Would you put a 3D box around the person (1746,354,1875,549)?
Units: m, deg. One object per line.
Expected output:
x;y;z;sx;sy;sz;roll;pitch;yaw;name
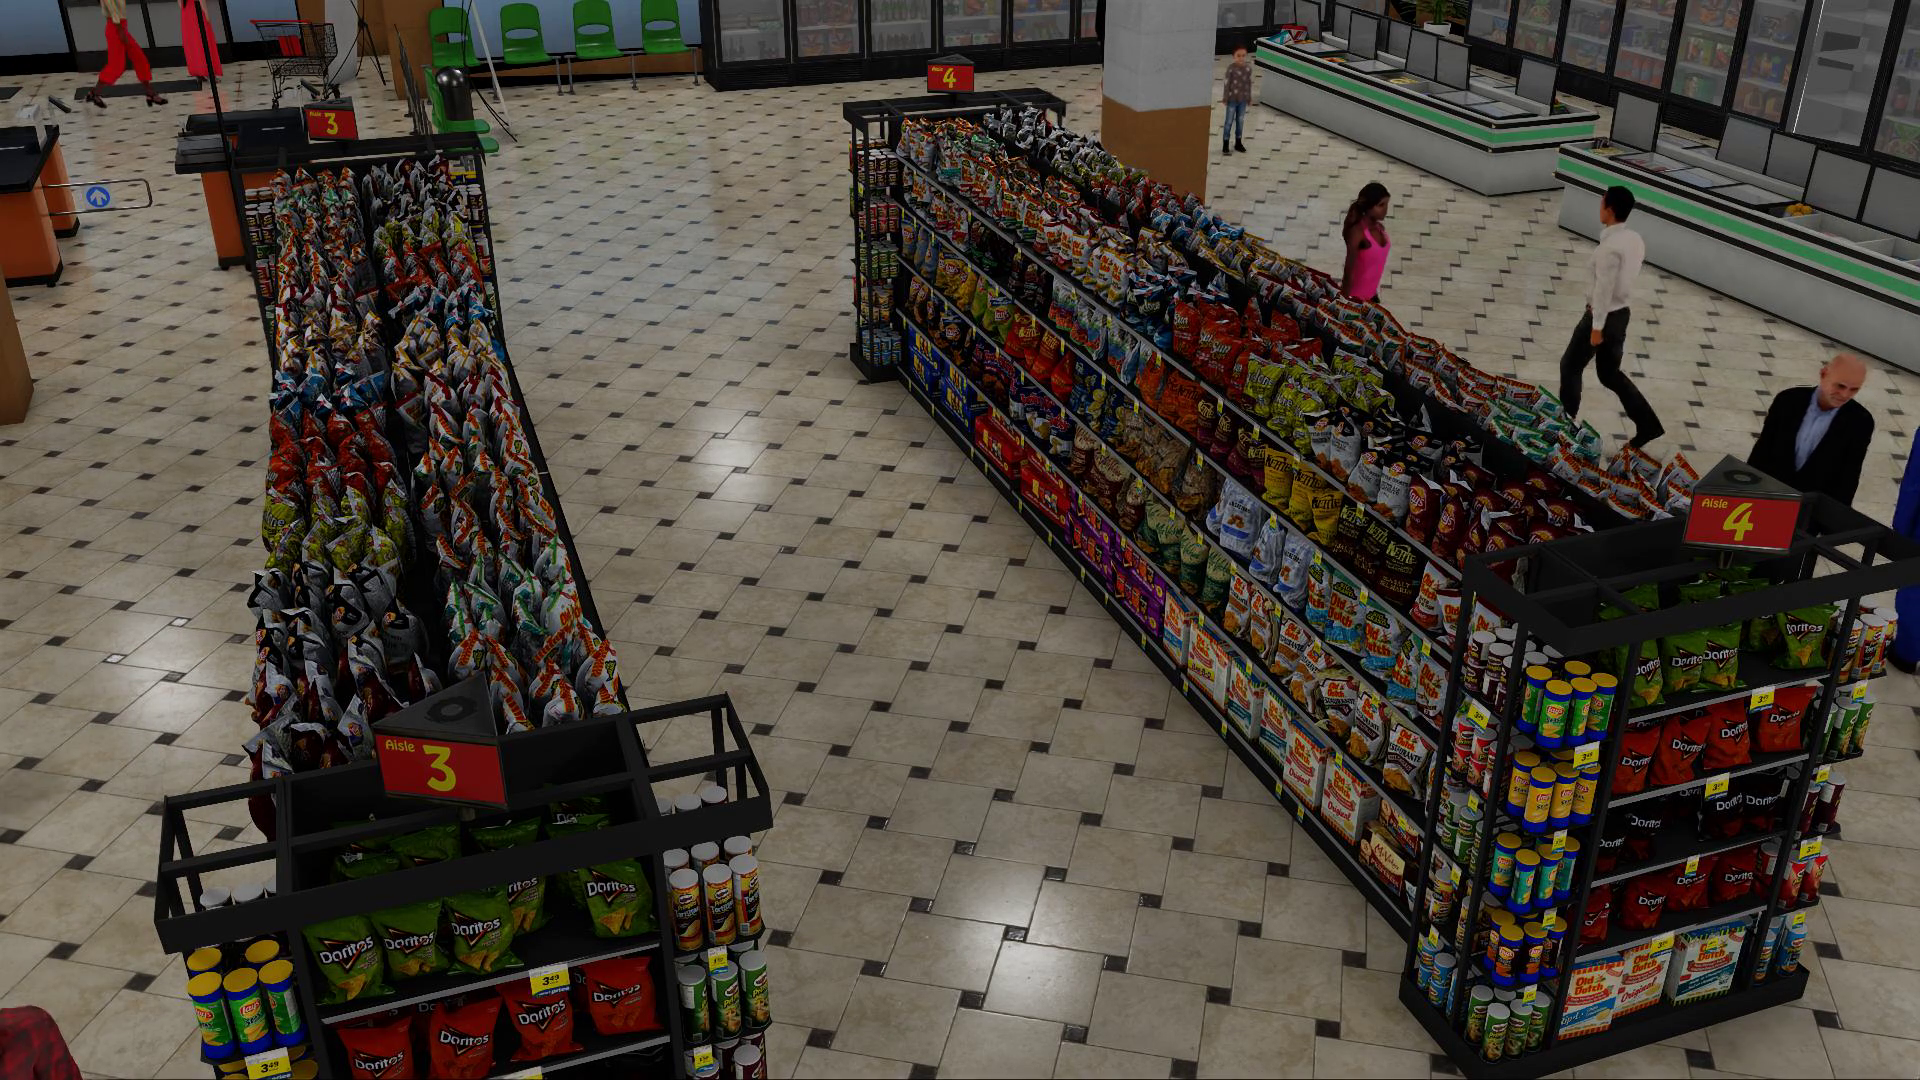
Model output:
4.350;-0.182;8.661;0.796;1.765;0.911;22;34;36;person

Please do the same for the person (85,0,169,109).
-10.432;-6.137;20.417;0.760;1.752;1.115;-13;30;-24;person

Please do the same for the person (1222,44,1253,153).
3.132;-4.996;18.785;0.521;1.194;0.512;-4;27;-7;person

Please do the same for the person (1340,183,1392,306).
2.716;-1.676;11.684;1.126;1.695;0.857;22;34;37;person

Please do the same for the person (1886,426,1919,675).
4.953;0.011;8.264;1.088;1.779;1.250;6;28;12;person

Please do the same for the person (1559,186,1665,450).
4.397;-1.418;11.093;1.230;1.770;1.029;19;32;33;person

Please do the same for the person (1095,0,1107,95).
1.902;-6.094;20.427;0.788;1.667;0.863;14;30;26;person

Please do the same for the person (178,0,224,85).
-10.126;-6.919;21.988;0.713;1.727;0.761;10;28;19;person
